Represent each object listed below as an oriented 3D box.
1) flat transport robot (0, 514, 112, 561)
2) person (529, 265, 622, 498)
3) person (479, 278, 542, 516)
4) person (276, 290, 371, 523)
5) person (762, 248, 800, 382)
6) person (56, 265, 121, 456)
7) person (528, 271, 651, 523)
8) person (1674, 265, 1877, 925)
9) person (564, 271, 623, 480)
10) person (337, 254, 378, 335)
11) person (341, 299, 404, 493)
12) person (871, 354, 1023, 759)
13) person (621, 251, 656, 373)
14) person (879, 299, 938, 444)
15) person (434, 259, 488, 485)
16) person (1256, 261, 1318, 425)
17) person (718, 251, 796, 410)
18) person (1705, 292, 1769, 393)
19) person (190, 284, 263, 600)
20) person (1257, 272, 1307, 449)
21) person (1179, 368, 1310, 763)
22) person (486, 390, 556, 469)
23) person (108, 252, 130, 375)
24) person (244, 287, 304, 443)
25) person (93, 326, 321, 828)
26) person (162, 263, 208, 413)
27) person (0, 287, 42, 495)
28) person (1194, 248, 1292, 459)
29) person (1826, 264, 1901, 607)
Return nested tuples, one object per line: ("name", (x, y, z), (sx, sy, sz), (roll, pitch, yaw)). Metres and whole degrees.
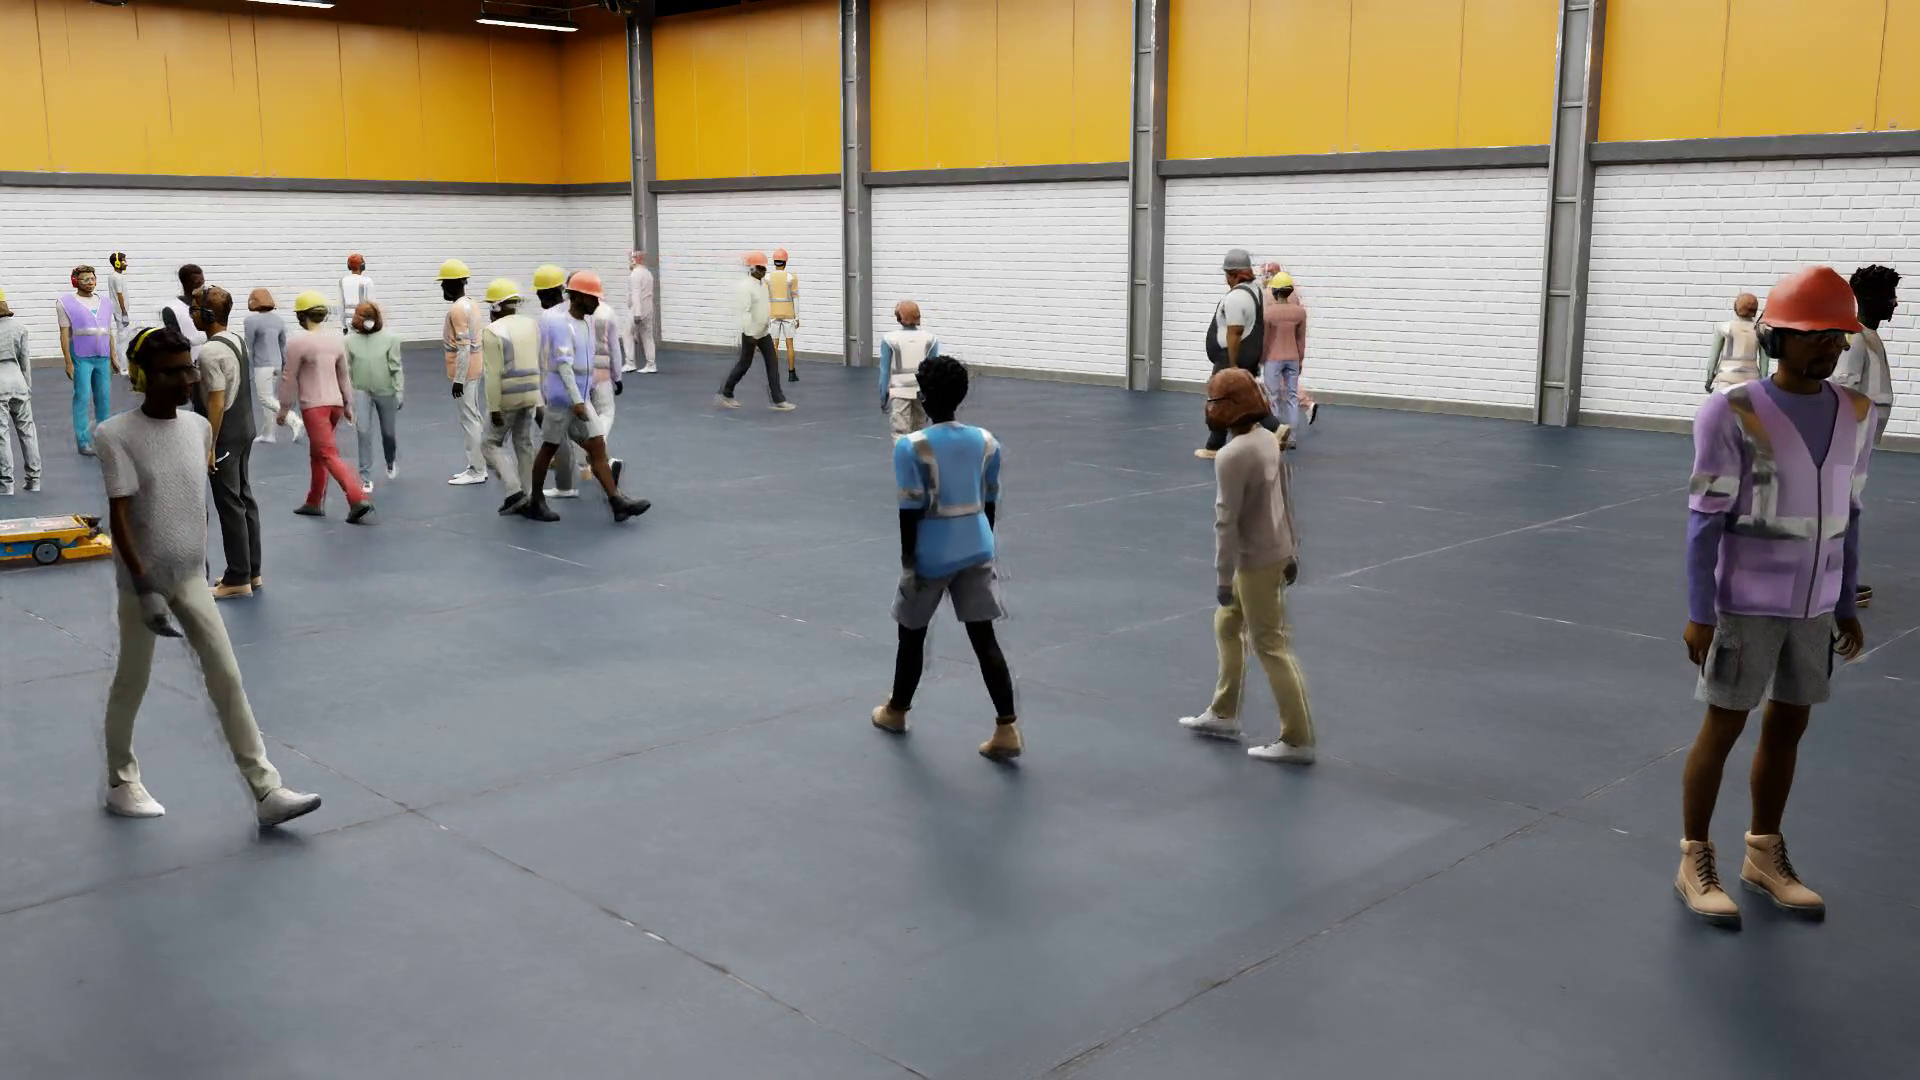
("flat transport robot", (-6.363, 0.021, 10.860), (1.431, 0.197, 0.652), (-7, 12, -33))
("person", (-3.108, -1.255, 13.365), (0.666, 1.899, 0.624), (4, 11, 23))
("person", (-3.396, -1.065, 12.587), (0.417, 1.815, 0.601), (6, 12, 29))
("person", (-4.736, -0.997, 12.432), (0.868, 1.729, 0.522), (4, 11, 22))
("person", (-2.607, -3.277, 24.289), (0.543, 1.939, 0.361), (0, 10, 3))
("person", (-8.506, -1.757, 16.256), (0.389, 1.846, 0.565), (5, 12, 26))
("person", (-2.812, -1.046, 12.315), (1.028, 1.858, 0.563), (4, 11, 23))
("person", (2.537, 0.184, 5.135), (0.614, 2.040, 0.391), (-2, 11, -13))
("person", (-3.250, -1.403, 14.369), (0.647, 1.827, 0.591), (-1, 10, -4))
("person", (-8.063, -2.897, 22.369), (0.584, 1.883, 0.347), (3, 11, 17))
("person", (-4.949, -1.231, 14.036), (0.497, 1.608, 0.690), (-3, 11, -17))
("person", (-0.039, 0.064, 6.858), (0.545, 1.651, 0.884), (-7, 13, -34))
("person", (-5.045, -3.510, 25.721), (0.740, 1.878, 0.663), (3, 11, 13))
("person", (-0.404, -1.182, 13.764), (0.520, 1.614, 0.677), (-3, 11, -18))
("person", (-4.280, -1.436, 14.282), (0.379, 1.924, 0.594), (-1, 10, -7))
("person", (3.621, -2.160, 18.476), (0.857, 1.858, 0.653), (9, 14, 41))
("person", (-2.541, -2.557, 20.348), (1.016, 1.952, 0.636), (5, 11, 23))
("person", (7.101, -1.445, 15.156), (0.516, 1.618, 0.687), (1, 10, 7))
("person", (-4.339, -0.572, 9.796), (0.345, 1.846, 0.508), (-1, 10, -5))
("person", (3.186, -1.773, 16.553), (0.526, 1.772, 0.308), (-3, 11, -18))
("person", (1.148, 0.100, 6.813), (0.707, 1.589, 0.510), (6, 12, 29))
("person", (-4.017, -1.452, 15.124), (0.885, 1.653, 0.535), (4, 11, 20))
("person", (-12.800, -3.445, 25.424), (0.328, 1.861, 0.515), (-8, 13, -36))
("person", (-7.003, -1.765, 16.946), (0.701, 1.607, 0.500), (3, 11, 18))
("person", (-2.783, 0.154, 5.930), (1.008, 1.812, 0.504), (5, 12, 27))
("person", (-6.820, -1.504, 14.769), (0.863, 1.894, 0.597), (3, 11, 17))
("person", (-7.911, -1.243, 13.731), (0.310, 1.744, 0.486), (6, 12, 31))
("person", (2.690, -1.763, 15.760), (0.829, 2.000, 0.689), (7, 13, 34))
("person", (5.203, -0.611, 9.677), (0.374, 1.966, 0.608), (7, 13, 35))
